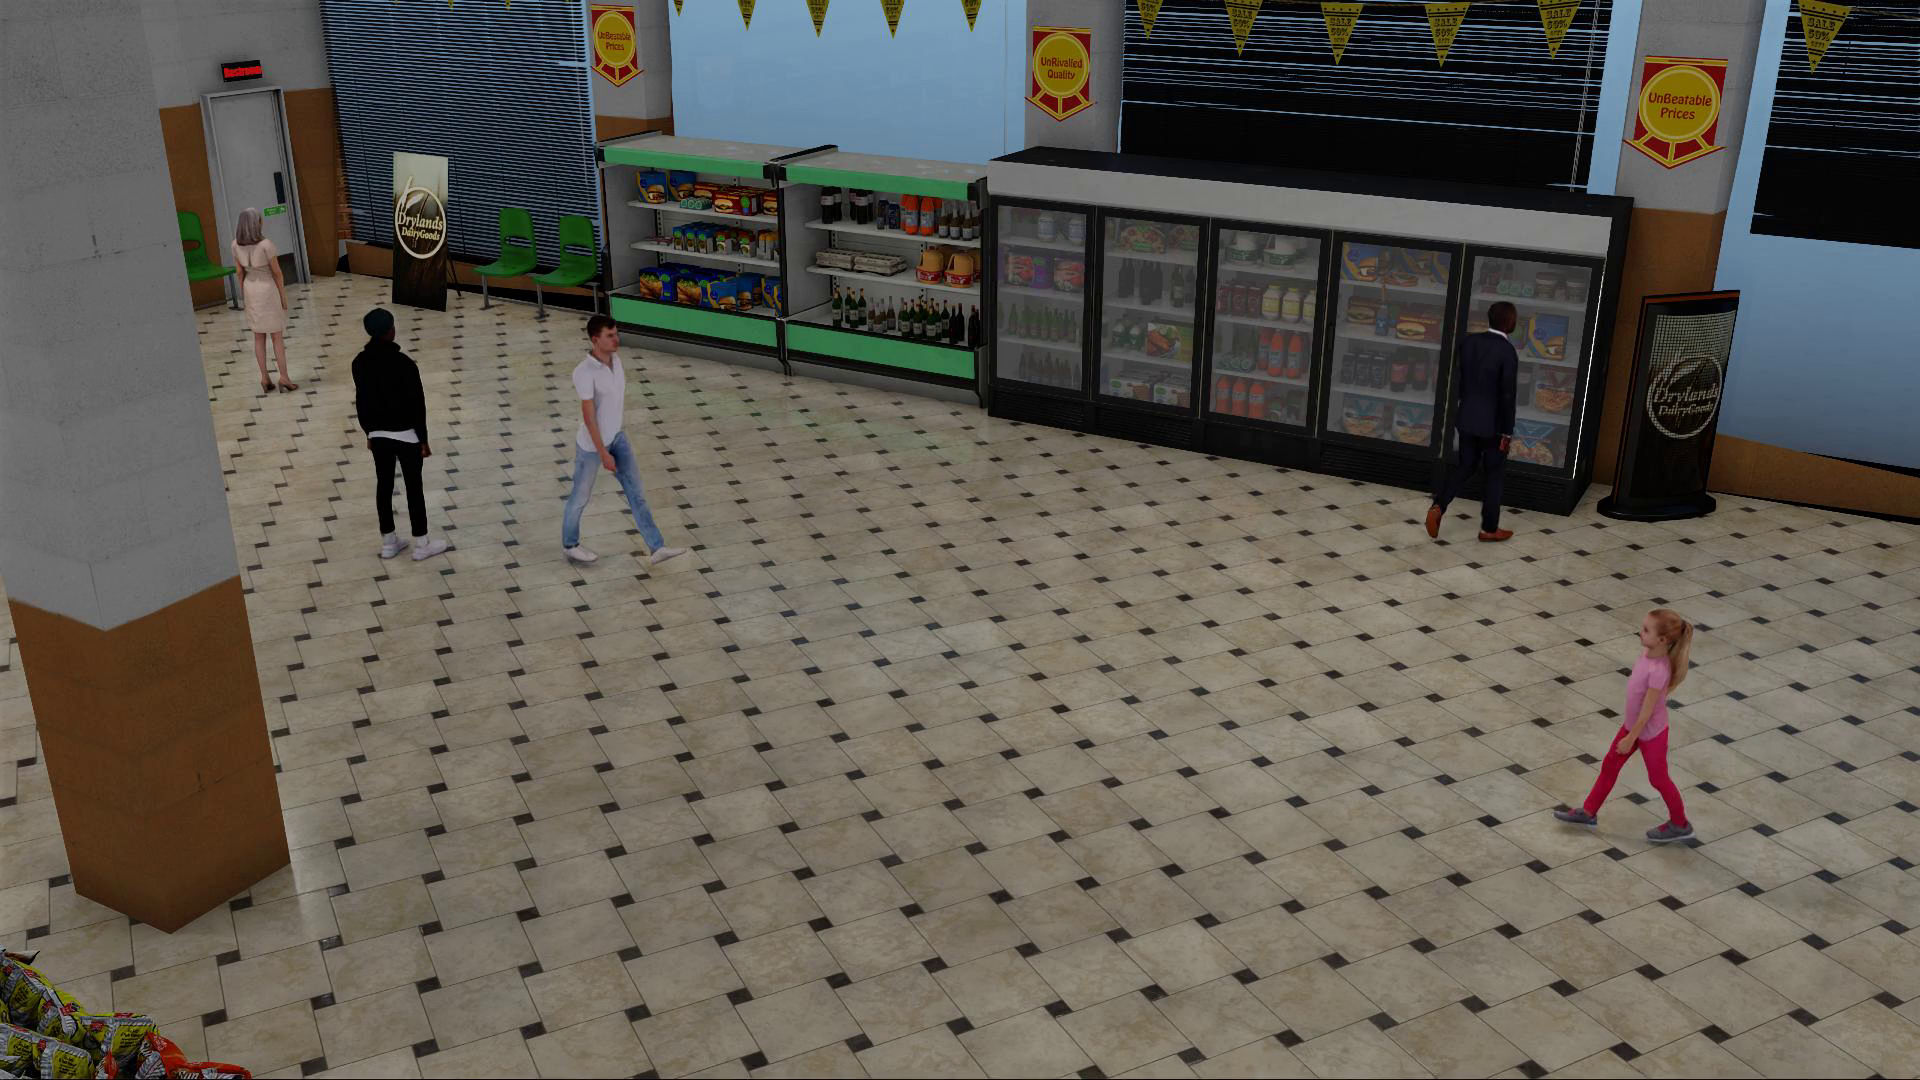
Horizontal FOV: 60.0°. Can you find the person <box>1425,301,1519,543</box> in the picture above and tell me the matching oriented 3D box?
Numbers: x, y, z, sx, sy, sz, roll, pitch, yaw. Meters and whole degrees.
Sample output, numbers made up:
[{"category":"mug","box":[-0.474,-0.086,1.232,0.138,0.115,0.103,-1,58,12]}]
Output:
[{"category":"person","box":[3.701,-0.812,11.912,1.029,1.803,1.041,-12,25,-28]}]

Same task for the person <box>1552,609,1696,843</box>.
[{"category":"person","box":[3.476,0.951,8.276,0.958,1.244,0.727,2,22,6]}]

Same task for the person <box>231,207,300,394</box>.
[{"category":"person","box":[-6.505,-2.233,15.540,0.617,1.736,0.737,2,22,5]}]

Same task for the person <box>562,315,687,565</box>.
[{"category":"person","box":[-2.558,-0.630,11.526,1.209,1.754,0.730,9,24,21]}]

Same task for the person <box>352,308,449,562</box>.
[{"category":"person","box":[-4.000,-0.750,11.742,0.601,1.817,0.784,6,23,13]}]
